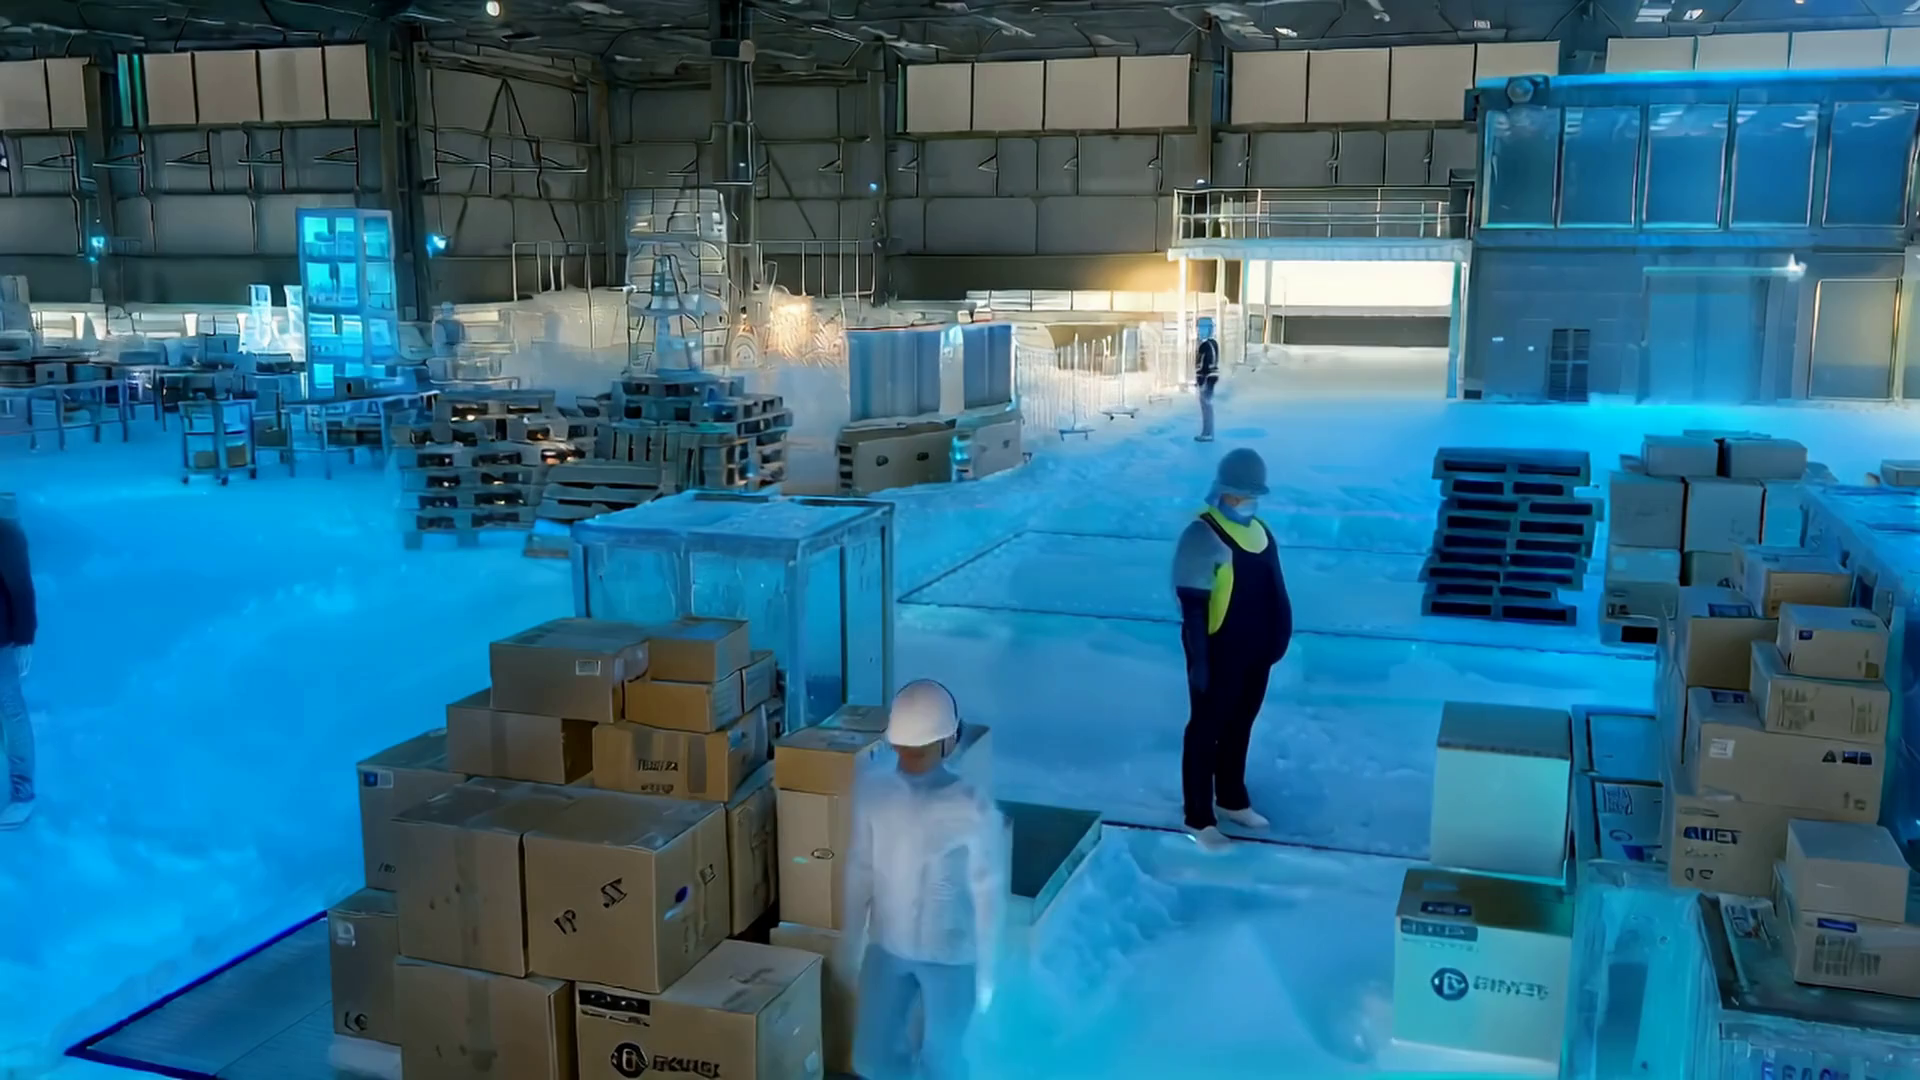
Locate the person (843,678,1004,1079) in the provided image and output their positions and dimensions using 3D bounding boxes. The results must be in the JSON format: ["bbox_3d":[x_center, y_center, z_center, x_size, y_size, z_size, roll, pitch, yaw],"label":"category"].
[{"bbox_3d":[-0.107,1.260,5.133,0.550,1.751,0.417,5,11,28],"label":"person"}]

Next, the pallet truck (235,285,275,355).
[{"bbox_3d":[-18.327,-5.835,44.421,0.823,1.965,1.885,4,11,23],"label":"pallet truck"}]

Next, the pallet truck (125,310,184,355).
[{"bbox_3d":[-22.038,-5.665,45.457,0.704,1.261,1.522,3,11,17],"label":"pallet truck"}]

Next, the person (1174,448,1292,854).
[{"bbox_3d":[1.407,0.539,8.405,0.536,2.000,0.688,8,13,39],"label":"person"}]

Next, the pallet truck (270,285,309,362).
[{"bbox_3d":[-17.147,-5.700,43.663,0.823,1.965,1.885,3,11,17],"label":"pallet truck"}]

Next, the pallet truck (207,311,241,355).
[{"bbox_3d":[-19.537,-5.575,44.913,0.653,1.274,1.630,3,11,19],"label":"pallet truck"}]

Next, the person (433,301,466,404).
[{"bbox_3d":[-9.381,-3.362,30.492,0.633,1.994,1.000,-7,12,-36],"label":"person"}]

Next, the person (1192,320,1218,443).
[{"bbox_3d":[3.771,-2.427,25.542,0.356,1.887,0.572,3,10,16],"label":"person"}]

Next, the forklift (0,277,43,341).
[{"bbox_3d":[-27.151,-6.329,46.328,1.157,1.987,2.680,3,11,17],"label":"forklift"}]

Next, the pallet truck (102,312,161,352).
[{"bbox_3d":[-23.057,-5.777,46.261,0.680,1.201,1.601,3,11,19],"label":"pallet truck"}]

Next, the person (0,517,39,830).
[{"bbox_3d":[-5.115,0.521,8.633,0.622,1.993,0.382,1,10,4],"label":"person"}]
